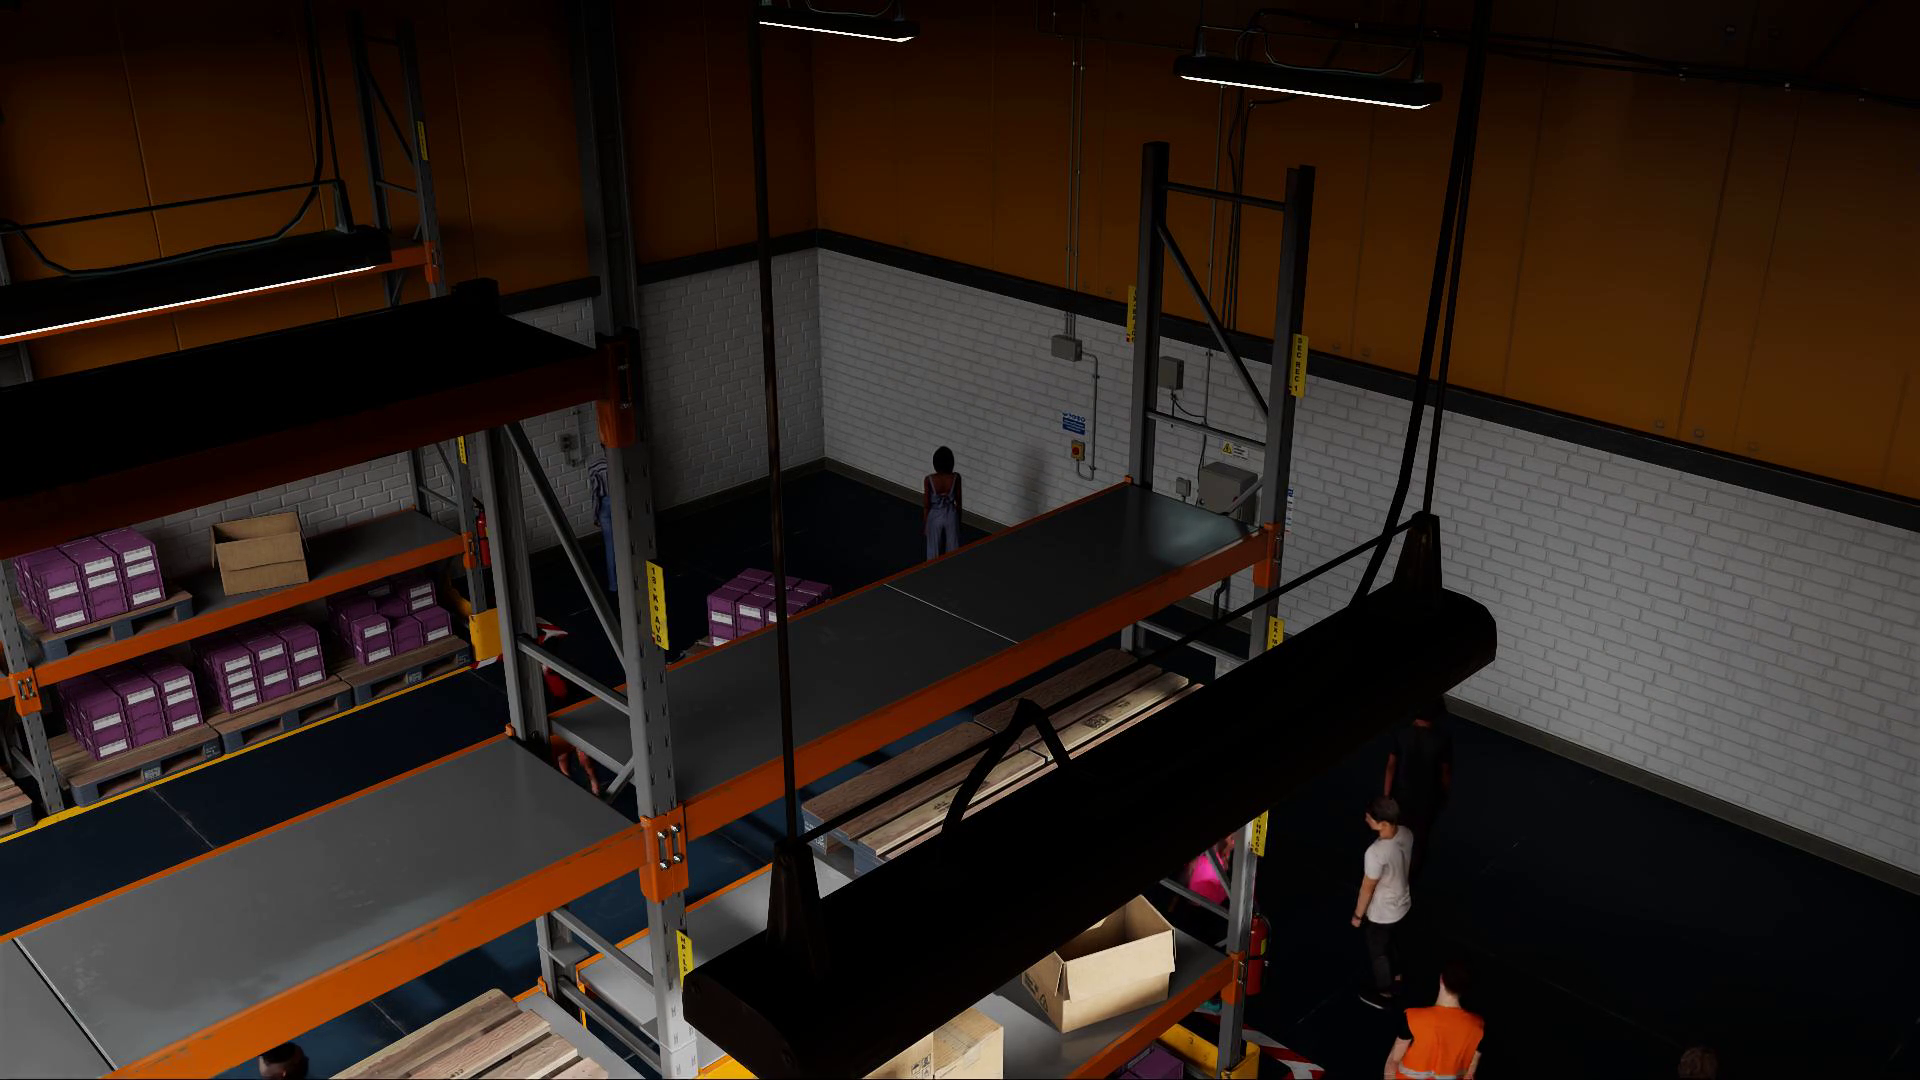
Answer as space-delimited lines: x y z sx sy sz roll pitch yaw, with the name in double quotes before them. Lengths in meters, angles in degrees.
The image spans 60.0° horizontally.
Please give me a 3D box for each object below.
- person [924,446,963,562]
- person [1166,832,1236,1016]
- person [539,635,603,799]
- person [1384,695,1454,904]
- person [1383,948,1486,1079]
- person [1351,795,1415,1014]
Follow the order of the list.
"person" -0.172 -0.175 17.229 0.619 1.696 0.715 -5 24 -12
"person" 1.730 2.471 11.162 0.649 1.707 0.610 17 29 34
"person" -3.167 1.537 13.418 0.648 1.611 0.786 -16 28 -32
"person" 3.374 1.934 12.352 0.974 1.738 1.212 7 25 16
"person" 2.639 3.216 9.292 1.196 1.840 1.165 -5 24 -12
"person" 2.920 2.482 11.162 0.723 1.688 0.560 21 31 40
